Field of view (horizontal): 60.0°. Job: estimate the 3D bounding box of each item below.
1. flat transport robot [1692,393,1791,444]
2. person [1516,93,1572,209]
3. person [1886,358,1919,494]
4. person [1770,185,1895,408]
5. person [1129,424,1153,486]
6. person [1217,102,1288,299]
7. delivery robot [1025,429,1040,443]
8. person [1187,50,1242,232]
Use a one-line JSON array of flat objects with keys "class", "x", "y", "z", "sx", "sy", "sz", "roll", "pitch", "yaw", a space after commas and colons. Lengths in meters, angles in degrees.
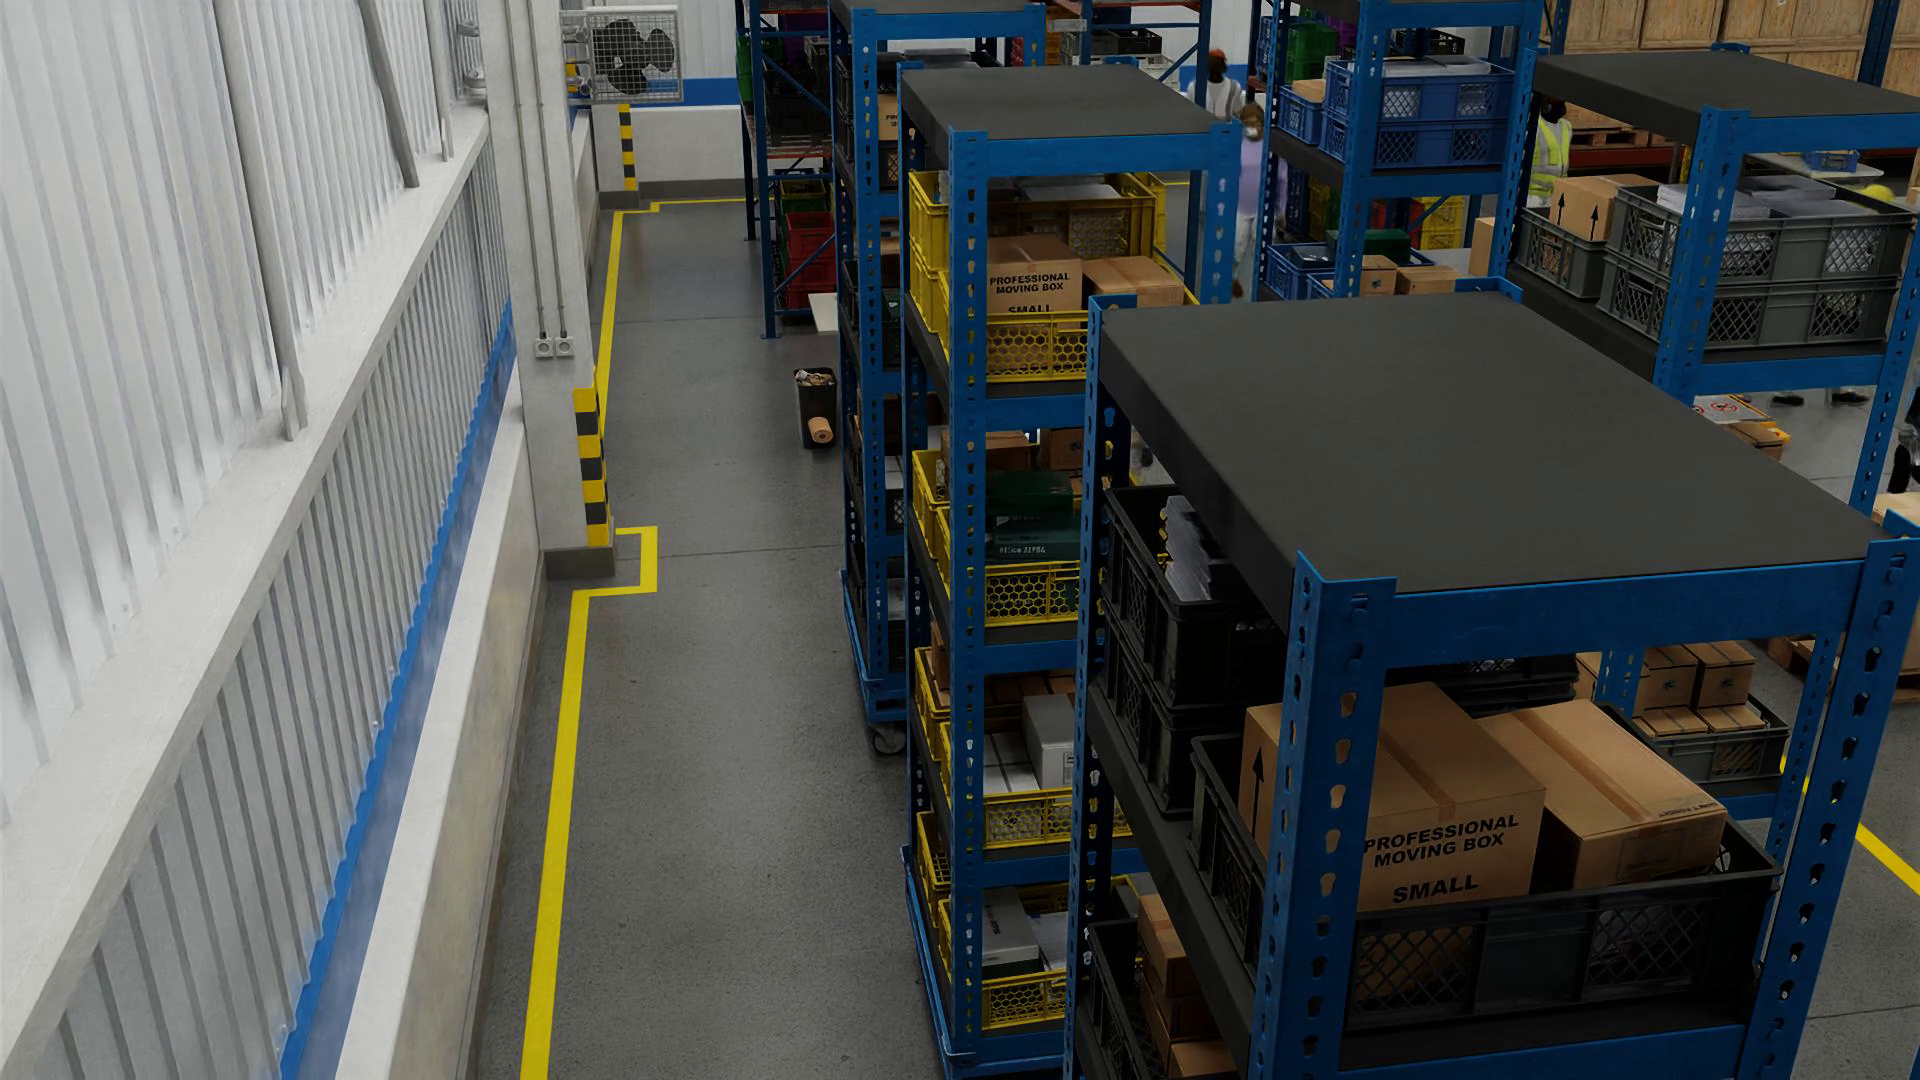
[{"class": "flat transport robot", "x": 5.224, "y": -0.859, "z": 12.132, "sx": 1.431, "sy": 0.197, "sz": 0.652, "roll": -4, "pitch": 25, "yaw": -8}, {"class": "person", "x": 5.415, "y": -3.268, "z": 15.501, "sx": 0.627, "sy": 1.847, "sz": 0.429, "roll": -14, "pitch": 28, "yaw": -29}, {"class": "person", "x": 6.057, "y": -0.746, "z": 10.233, "sx": 0.536, "sy": 1.673, "sz": 0.774, "roll": -21, "pitch": 32, "yaw": -37}, {"class": "person", "x": 6.584, "y": -1.787, "z": 12.373, "sx": 0.754, "sy": 1.774, "sz": 0.656, "roll": 9, "pitch": 26, "yaw": 18}, {"class": "person", "x": 0.976, "y": -0.611, "z": 9.968, "sx": 0.310, "sy": 1.636, "sz": 0.523, "roll": -15, "pitch": 29, "yaw": -29}, {"class": "person", "x": 2.556, "y": -2.926, "z": 14.685, "sx": 0.645, "sy": 1.914, "sz": 0.778, "roll": 0, "pitch": 25, "yaw": 0}, {"class": "delivery robot", "x": 0.443, "y": -0.761, "z": 11.474, "sx": 0.477, "sy": 0.478, "sz": 0.707, "roll": 10, "pitch": 26, "yaw": 20}, {"class": "person", "x": 2.635, "y": -4.169, "z": 17.460, "sx": 0.608, "sy": 1.840, "sz": 0.966, "roll": 3, "pitch": 25, "yaw": 6}]
